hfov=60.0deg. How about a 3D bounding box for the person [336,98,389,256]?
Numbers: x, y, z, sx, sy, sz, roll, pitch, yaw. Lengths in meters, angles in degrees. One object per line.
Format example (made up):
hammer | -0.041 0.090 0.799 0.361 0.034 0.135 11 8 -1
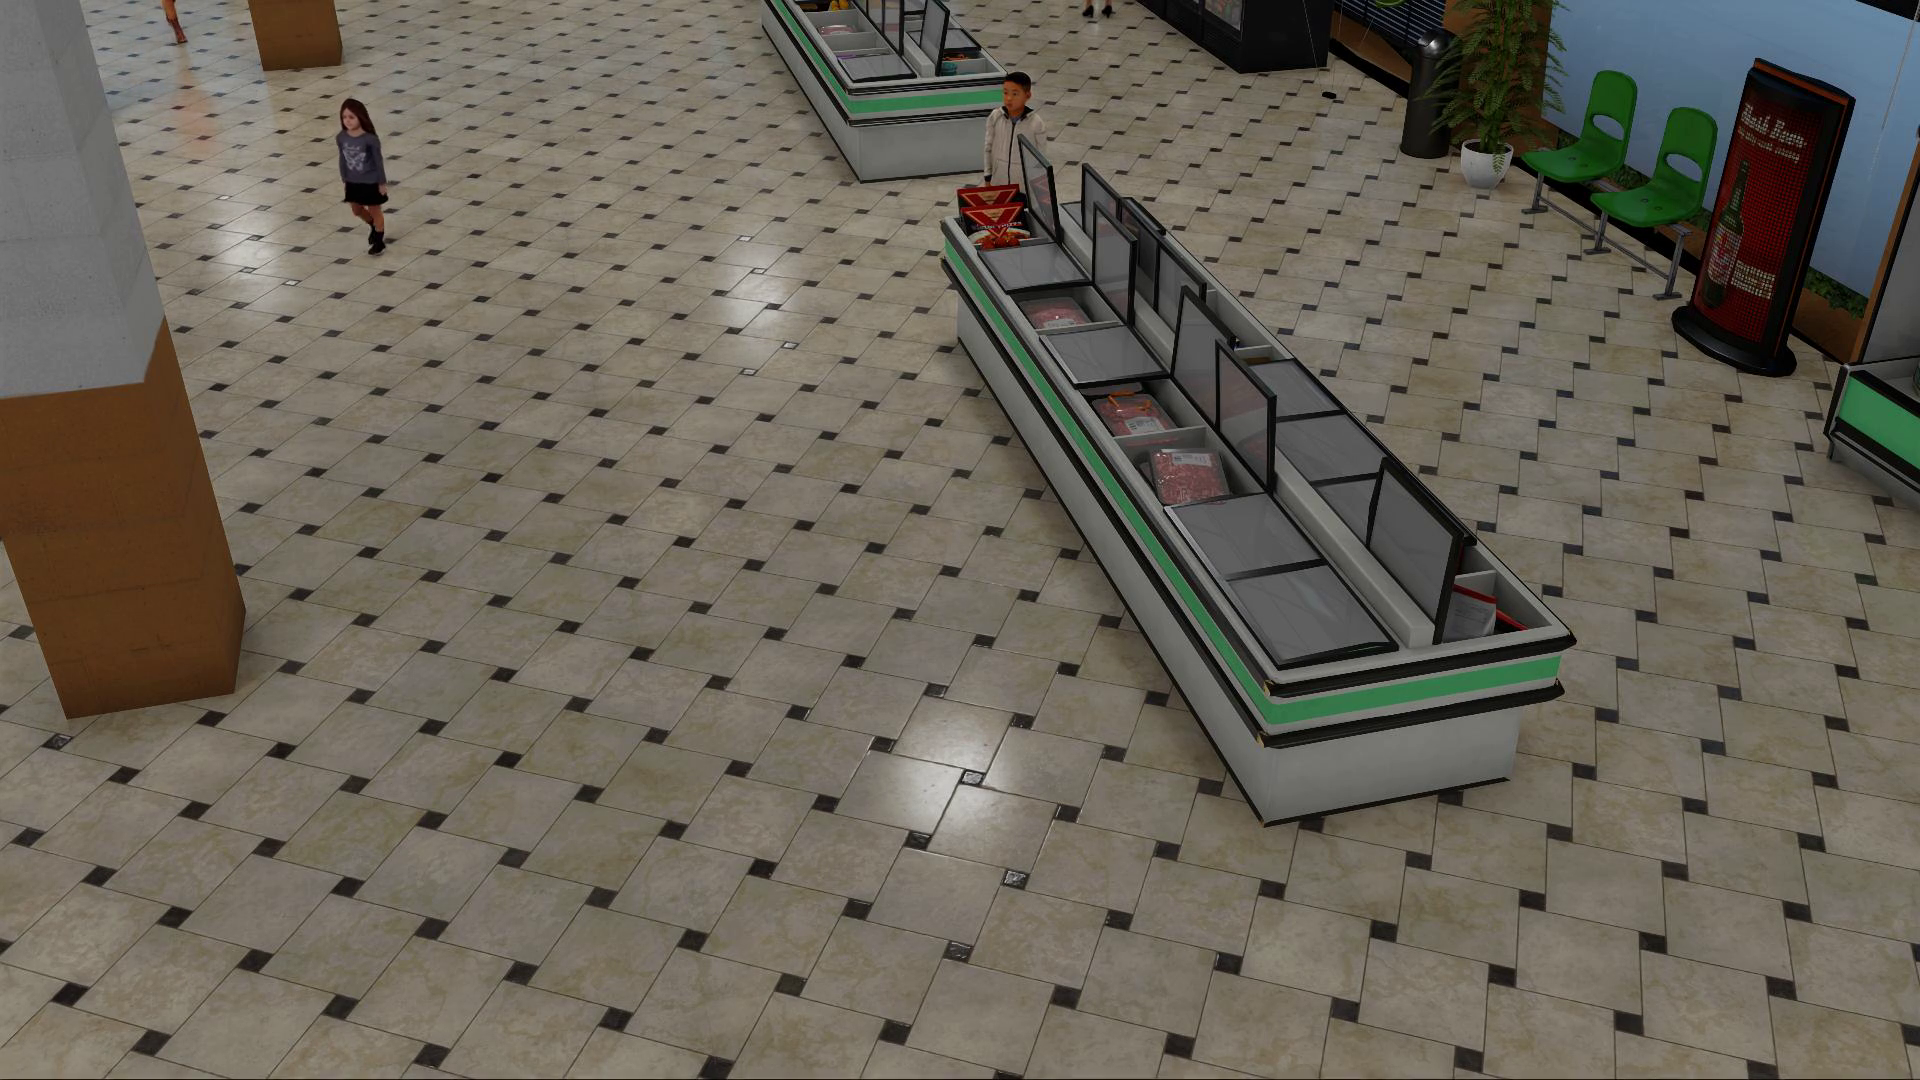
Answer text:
person | -4.150 -2.557 11.638 0.567 1.101 0.619 5 32 8

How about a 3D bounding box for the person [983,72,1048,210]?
person | 0.371 -2.375 11.011 0.664 1.454 0.684 10 33 16
